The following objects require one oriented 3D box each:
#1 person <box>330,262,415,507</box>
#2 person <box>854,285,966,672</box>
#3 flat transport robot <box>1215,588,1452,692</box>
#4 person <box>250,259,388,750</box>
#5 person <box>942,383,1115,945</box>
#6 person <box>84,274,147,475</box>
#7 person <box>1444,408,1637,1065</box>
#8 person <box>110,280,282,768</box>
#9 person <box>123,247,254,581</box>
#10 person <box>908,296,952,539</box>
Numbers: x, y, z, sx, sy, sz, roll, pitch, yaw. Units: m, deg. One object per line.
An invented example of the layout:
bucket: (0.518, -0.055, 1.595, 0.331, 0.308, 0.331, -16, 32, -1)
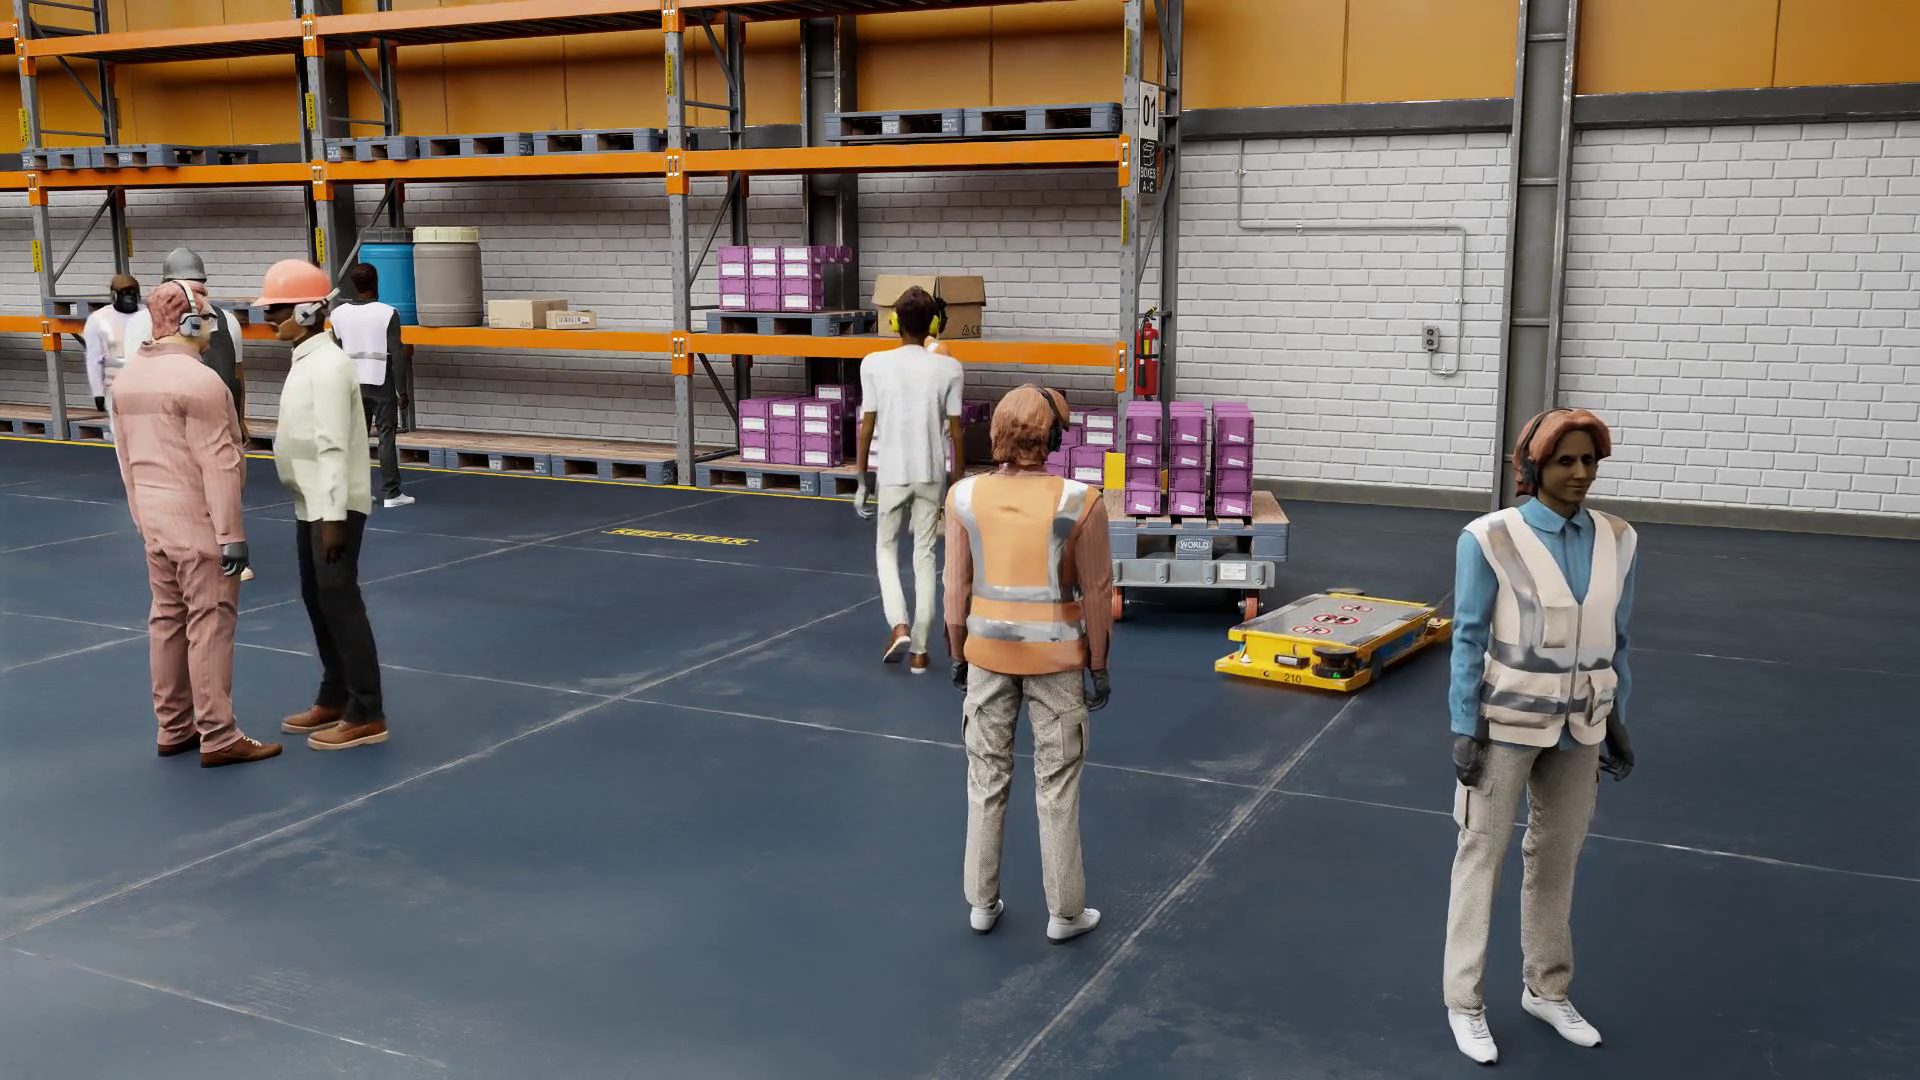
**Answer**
person: (-4.629, -1.210, 13.082, 0.592, 1.922, 0.392, 2, 10, 10)
person: (-0.235, -0.286, 7.988, 0.548, 1.852, 0.389, -1, 10, -4)
flat transport robot: (1.870, 0.468, 8.196, 0.652, 0.197, 1.431, 7, 12, 34)
person: (-2.613, -0.139, 6.780, 0.408, 1.985, 0.618, -6, 12, -32)
person: (0.197, 0.368, 4.851, 0.519, 1.640, 0.307, 4, 11, 20)
person: (-6.575, -1.195, 13.275, 0.662, 1.819, 0.713, -8, 13, -39)
person: (1.454, 0.486, 4.179, 0.514, 1.639, 0.310, -3, 10, -16)
person: (-3.007, -0.062, 6.556, 0.655, 1.904, 0.407, 7, 12, 34)
person: (-4.585, -0.733, 10.009, 0.538, 2.000, 0.684, 9, 13, 42)
person: (-0.204, -0.861, 11.722, 0.319, 1.697, 0.532, -6, 12, -32)
